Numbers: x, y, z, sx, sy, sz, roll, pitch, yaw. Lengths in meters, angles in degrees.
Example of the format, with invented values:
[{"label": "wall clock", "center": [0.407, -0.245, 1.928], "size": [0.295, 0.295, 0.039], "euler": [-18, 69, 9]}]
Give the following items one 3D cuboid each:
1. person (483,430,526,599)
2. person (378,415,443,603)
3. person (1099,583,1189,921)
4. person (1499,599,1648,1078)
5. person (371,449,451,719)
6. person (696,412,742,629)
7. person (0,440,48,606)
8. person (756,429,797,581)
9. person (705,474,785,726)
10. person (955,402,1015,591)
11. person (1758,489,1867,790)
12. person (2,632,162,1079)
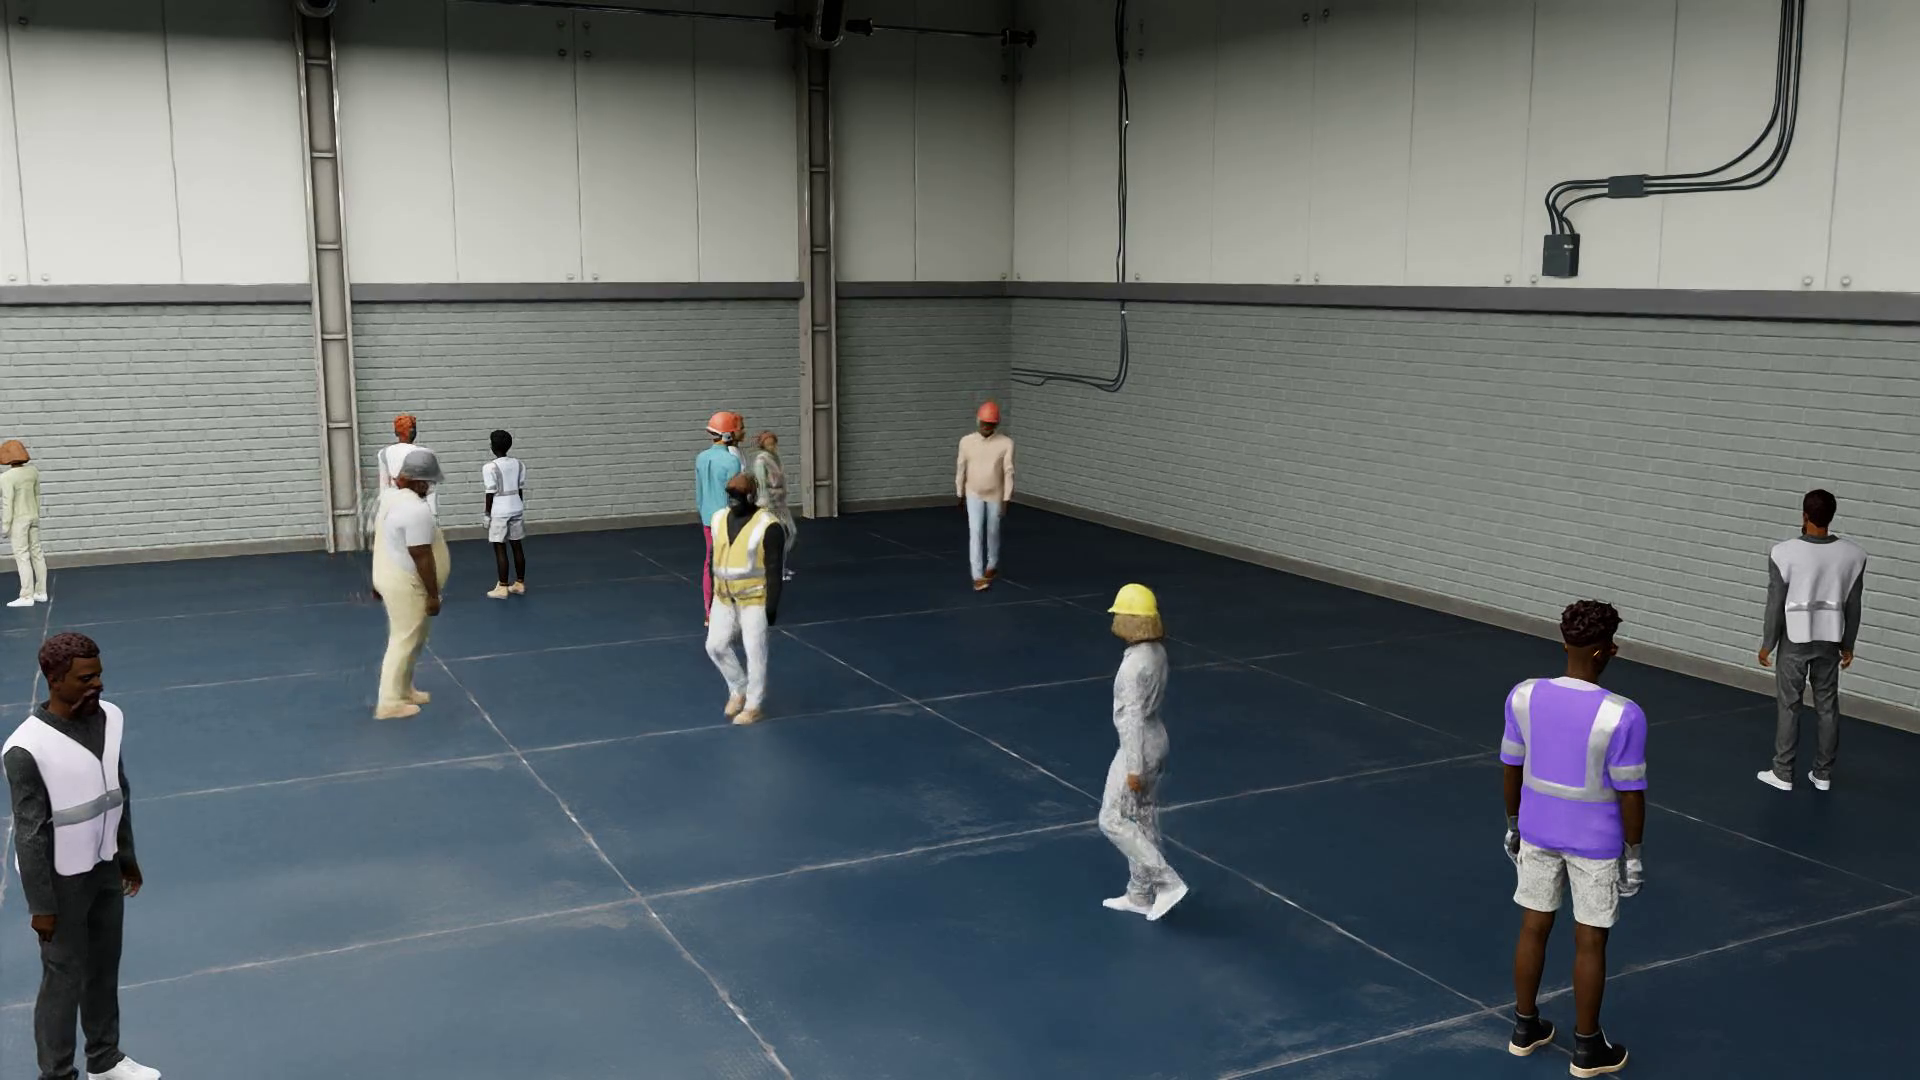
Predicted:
[{"label": "person", "center": [-4.579, -0.261, 16.698], "size": [0.316, 1.696, 0.540], "euler": [5, 10, 28]}, {"label": "person", "center": [-5.376, -0.285, 16.272], "size": [0.575, 1.882, 0.355], "euler": [2, 9, 12]}, {"label": "person", "center": [0.920, 1.075, 8.371], "size": [0.414, 1.728, 0.489], "euler": [5, 10, 26]}, {"label": "person", "center": [2.516, 1.206, 6.820], "size": [0.361, 1.964, 0.613], "euler": [-8, 12, -42]}, {"label": "person", "center": [-4.050, 0.297, 12.198], "size": [0.623, 2.000, 0.702], "euler": [-5, 11, -30]}, {"label": "person", "center": [-2.165, -0.176, 15.251], "size": [0.611, 1.996, 0.379], "euler": [8, 13, 42]}, {"label": "person", "center": [-9.201, -0.165, 16.297], "size": [0.281, 1.634, 0.498], "euler": [1, 9, 6]}, {"label": "person", "center": [-1.951, -0.368, 17.592], "size": [0.378, 1.616, 0.546], "euler": [3, 10, 16]}, {"label": "person", "center": [-1.566, 0.429, 12.021], "size": [0.651, 1.832, 0.448], "euler": [5, 10, 27]}, {"label": "person", "center": [0.260, -0.472, 17.280], "size": [0.618, 1.948, 0.959], "euler": [1, 9, 5]}, {"label": "person", "center": [5.360, 0.636, 10.487], "size": [0.593, 1.919, 0.388], "euler": [0, 9, 2]}, {"label": "person", "center": [-3.453, 1.304, 6.492], "size": [0.391, 1.887, 0.584], "euler": [1, 9, 6]}]
